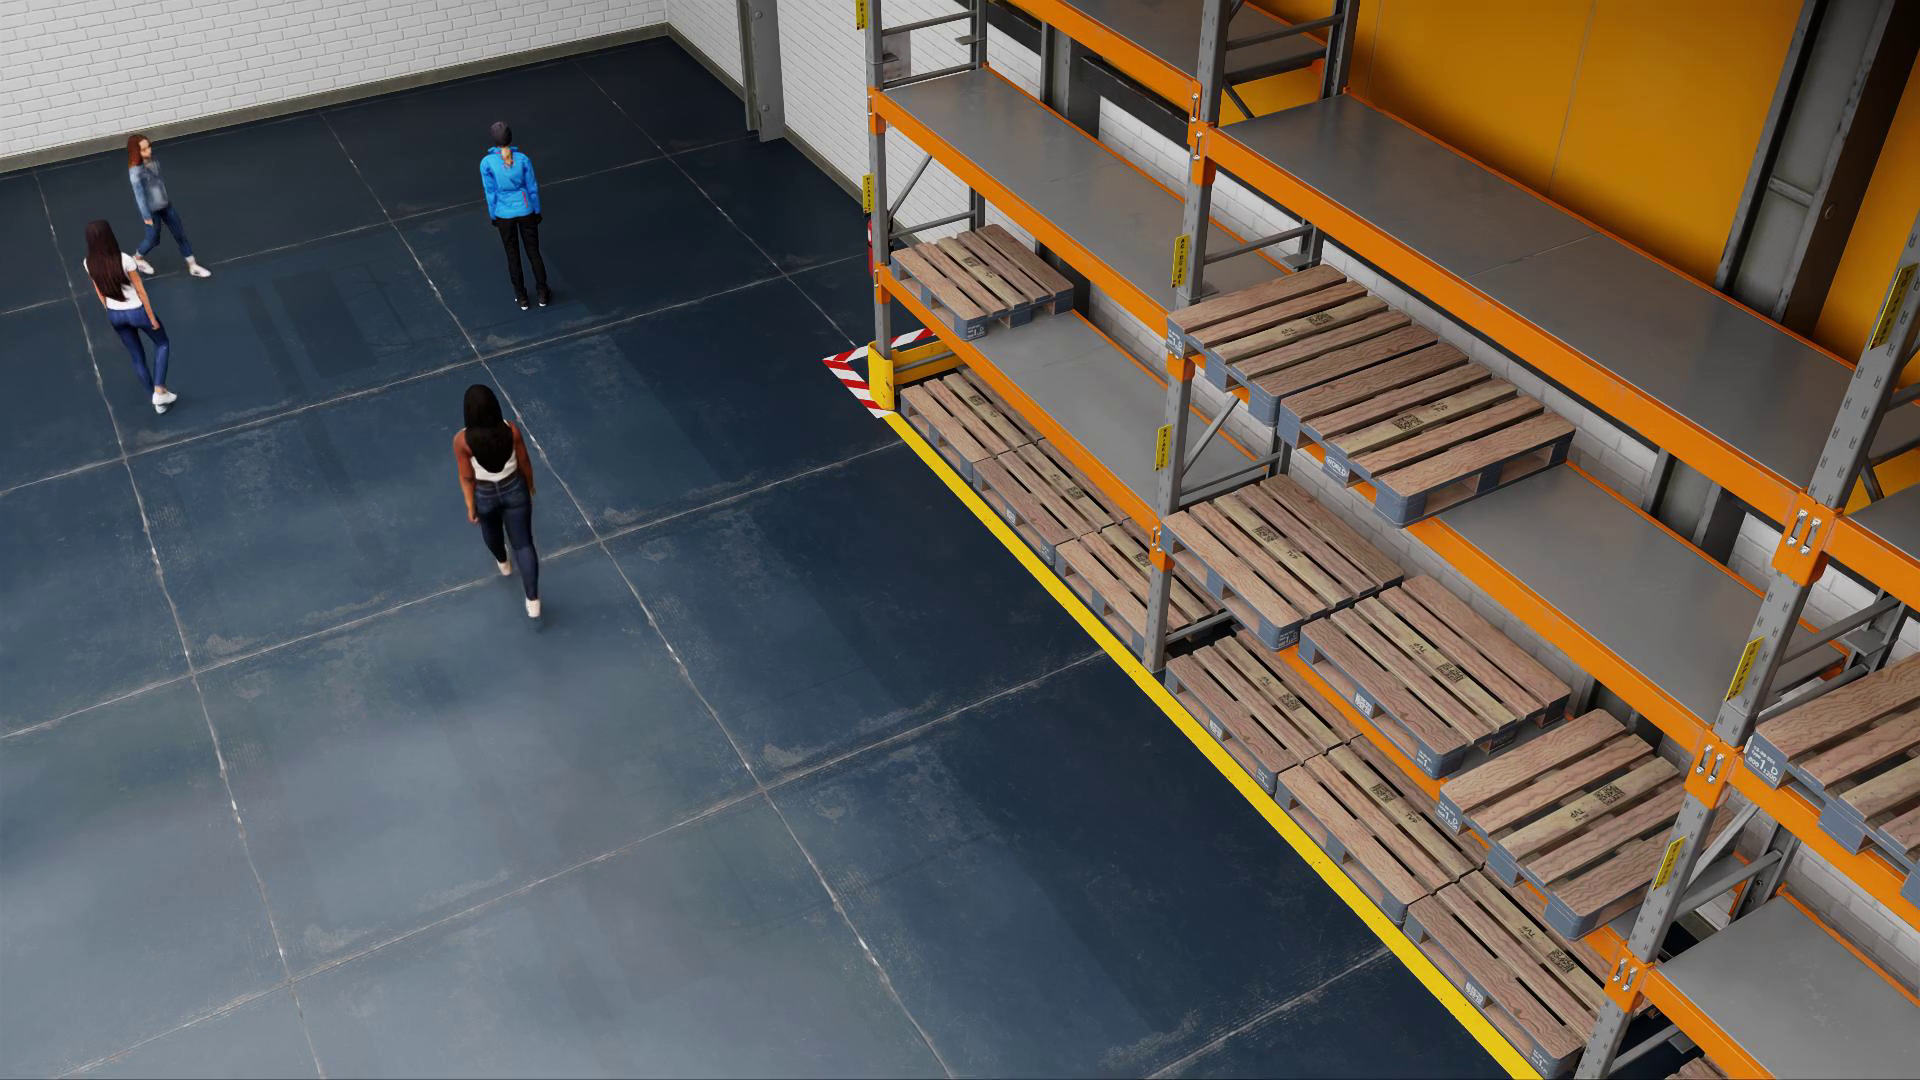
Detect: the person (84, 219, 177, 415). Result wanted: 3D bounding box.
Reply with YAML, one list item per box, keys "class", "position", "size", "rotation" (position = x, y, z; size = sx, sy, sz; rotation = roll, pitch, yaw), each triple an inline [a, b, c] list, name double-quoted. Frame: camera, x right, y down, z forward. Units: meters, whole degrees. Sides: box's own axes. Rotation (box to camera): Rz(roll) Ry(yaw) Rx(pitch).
- class: "person"
  position: [-6.826, -1.777, 13.640]
  size: [0.719, 1.765, 0.748]
  rotation: [1, 39, 1]

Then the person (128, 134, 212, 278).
- class: "person"
  position: [-7.597, -3.105, 15.556]
  size: [1.052, 1.449, 1.010]
  rotation: [6, 39, 8]

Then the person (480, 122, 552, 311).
- class: "person"
  position: [-4.027, -2.936, 15.066]
  size: [0.671, 1.797, 0.613]
  rotation: [-9, 40, -11]

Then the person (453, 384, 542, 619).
- class: "person"
  position: [-3.213, -0.240, 11.715]
  size: [0.818, 1.766, 1.244]
  rotation: [-12, 40, -14]
